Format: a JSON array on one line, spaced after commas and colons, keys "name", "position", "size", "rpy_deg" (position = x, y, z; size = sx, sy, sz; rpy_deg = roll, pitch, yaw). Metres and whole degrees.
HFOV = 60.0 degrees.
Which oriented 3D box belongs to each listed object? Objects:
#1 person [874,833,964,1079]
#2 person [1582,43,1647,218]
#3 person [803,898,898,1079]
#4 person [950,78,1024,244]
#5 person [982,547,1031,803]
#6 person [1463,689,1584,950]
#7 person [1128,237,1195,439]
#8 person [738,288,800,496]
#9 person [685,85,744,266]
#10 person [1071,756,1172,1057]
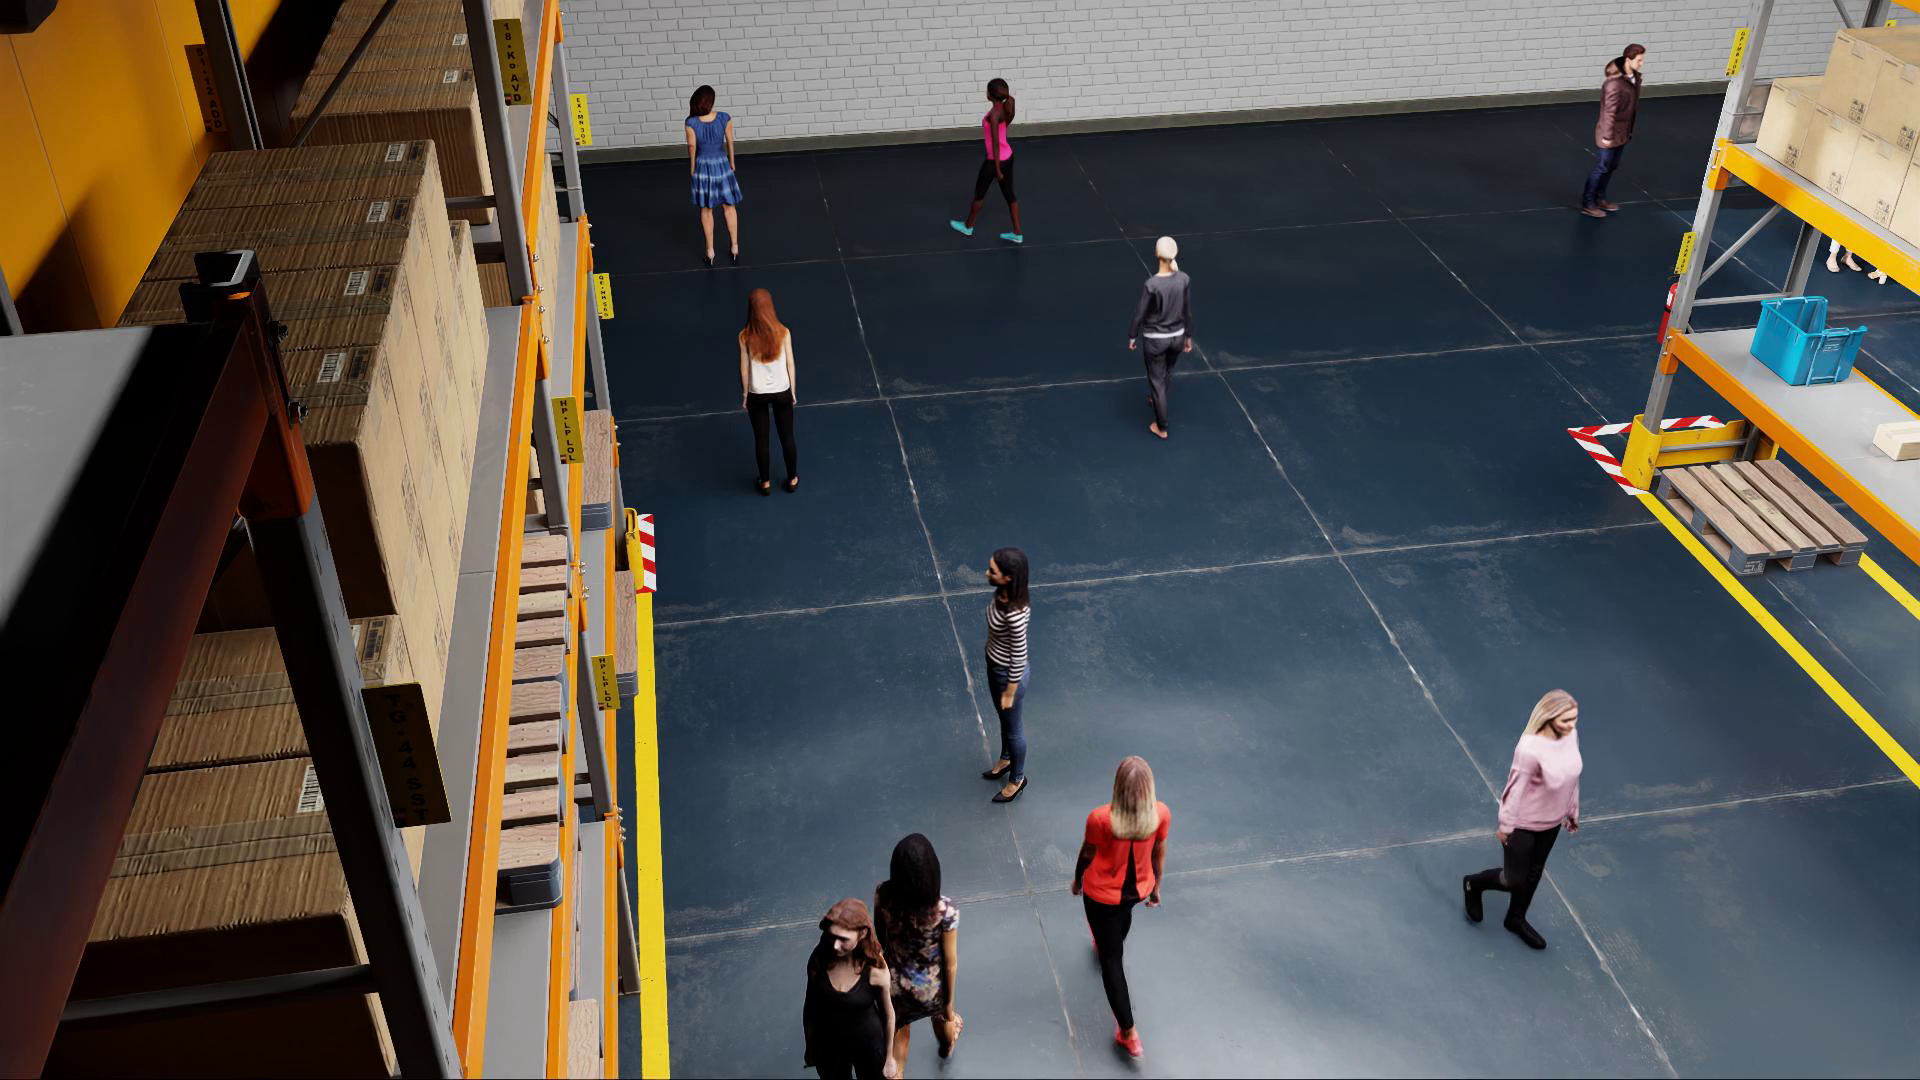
[{"name": "person", "position": [-0.247, 2.173, 7.860], "size": [0.890, 1.688, 1.181], "rpy_deg": [9, 35, 13]}, {"name": "person", "position": [6.872, -4.325, 17.498], "size": [0.891, 1.841, 0.860], "rpy_deg": [27, 42, 34]}, {"name": "person", "position": [-0.487, 2.284, 7.641], "size": [0.657, 1.746, 0.634], "rpy_deg": [7, 34, 11]}, {"name": "person", "position": [0.476, -3.815, 16.868], "size": [0.998, 1.690, 1.006], "rpy_deg": [17, 37, 23]}, {"name": "person", "position": [0.282, 0.795, 9.834], "size": [0.635, 1.797, 0.406], "rpy_deg": [-6, 34, -9]}, {"name": "person", "position": [3.032, 1.450, 8.956], "size": [0.772, 1.679, 0.872], "rpy_deg": [-20, 38, -27]}, {"name": "person", "position": [1.695, -1.616, 13.544], "size": [0.743, 1.707, 0.894], "rpy_deg": [-11, 35, -17]}, {"name": "person", "position": [-1.463, -1.129, 12.799], "size": [0.561, 1.719, 0.487], "rpy_deg": [-5, 34, -8]}, {"name": "person", "position": [-2.444, -3.614, 16.460], "size": [0.706, 1.805, 0.632], "rpy_deg": [-11, 35, -16]}, {"name": "person", "position": [0.827, 1.844, 8.385], "size": [0.692, 1.655, 1.157], "rpy_deg": [-10, 35, -15]}]
